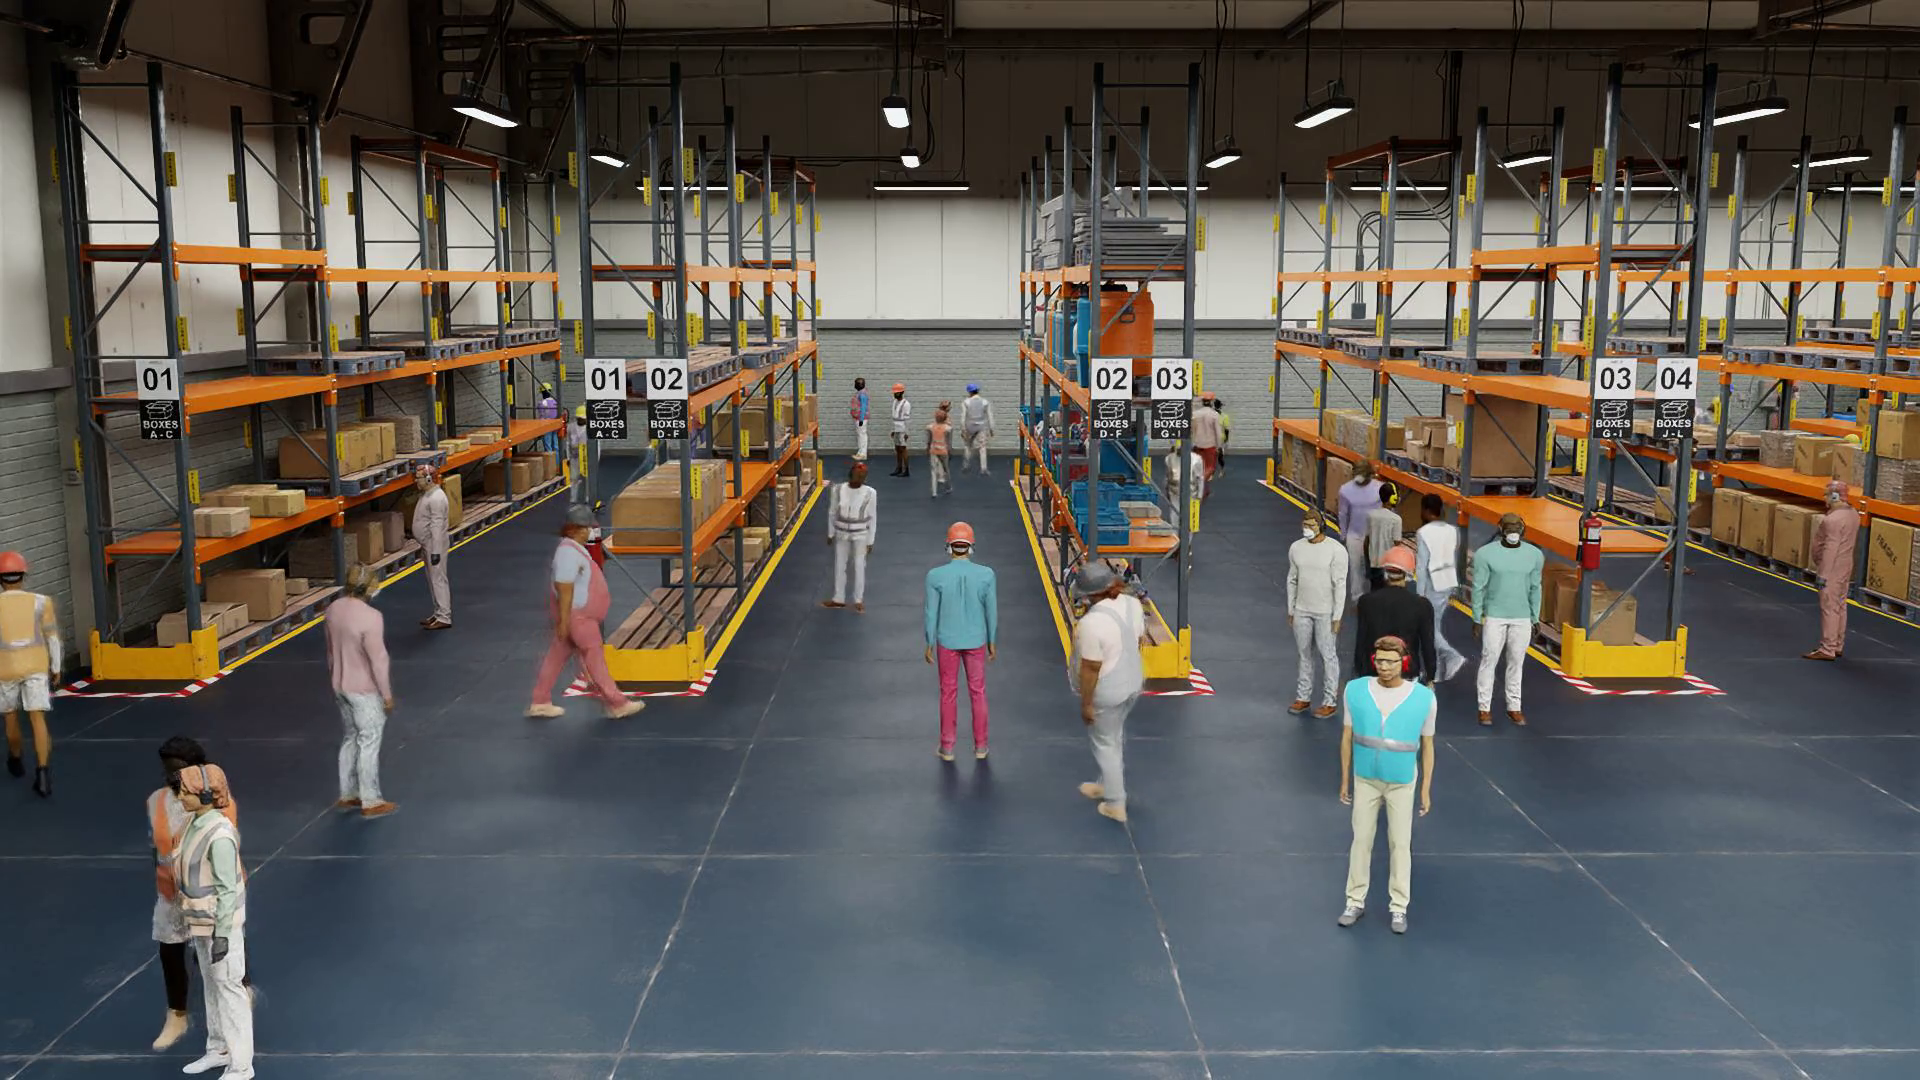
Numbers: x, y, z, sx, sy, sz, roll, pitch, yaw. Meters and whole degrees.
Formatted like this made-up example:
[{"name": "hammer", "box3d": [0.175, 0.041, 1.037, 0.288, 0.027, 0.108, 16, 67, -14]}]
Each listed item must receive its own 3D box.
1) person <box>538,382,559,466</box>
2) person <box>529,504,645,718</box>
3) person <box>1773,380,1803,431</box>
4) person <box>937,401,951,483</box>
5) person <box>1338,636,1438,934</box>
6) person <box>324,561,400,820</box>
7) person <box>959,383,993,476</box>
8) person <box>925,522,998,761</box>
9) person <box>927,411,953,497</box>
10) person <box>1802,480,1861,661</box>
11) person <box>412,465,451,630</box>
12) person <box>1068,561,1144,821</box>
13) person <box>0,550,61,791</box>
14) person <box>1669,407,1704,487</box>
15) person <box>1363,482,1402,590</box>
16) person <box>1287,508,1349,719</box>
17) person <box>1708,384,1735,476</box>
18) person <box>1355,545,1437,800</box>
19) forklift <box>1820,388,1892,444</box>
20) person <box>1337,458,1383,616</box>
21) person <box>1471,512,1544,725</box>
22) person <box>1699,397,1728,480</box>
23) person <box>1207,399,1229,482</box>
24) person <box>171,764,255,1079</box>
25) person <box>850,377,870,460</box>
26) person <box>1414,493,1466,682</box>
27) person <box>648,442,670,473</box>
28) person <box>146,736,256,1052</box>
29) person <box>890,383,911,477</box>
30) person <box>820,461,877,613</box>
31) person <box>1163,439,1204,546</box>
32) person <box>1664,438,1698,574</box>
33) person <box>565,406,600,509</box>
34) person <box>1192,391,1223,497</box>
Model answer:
[{"name": "person", "box3d": [-8.437, -2.268, 34.104, 0.369, 1.925, 0.586, 5, 10, 28]}, {"name": "person", "box3d": [-3.467, 0.621, 15.149, 1.048, 2.000, 0.685, -2, 9, -14]}, {"name": "person", "box3d": [17.056, -2.348, 34.280, 0.654, 2.028, 0.456, -5, 10, -29]}, {"name": "person", "box3d": [-0.332, -1.956, 33.049, 0.318, 1.630, 0.513, 1, 9, 8]}, {"name": "person", "box3d": [2.622, 1.483, 10.222, 0.565, 1.847, 0.396, 4, 10, 24]}, {"name": "person", "box3d": [-4.455, 1.112, 12.347, 0.627, 1.938, 0.382, 7, 11, 38]}, {"name": "person", "box3d": [0.336, -2.289, 34.352, 0.681, 1.888, 0.856, -1, 9, -9]}, {"name": "person", "box3d": [0.005, 0.841, 13.879, 0.618, 1.993, 0.396, -2, 9, -10]}, {"name": "person", "box3d": [-0.363, -1.606, 30.949, 0.512, 1.583, 0.897, 2, 9, 11]}, {"name": "person", "box3d": [9.180, 0.319, 17.525, 0.411, 1.908, 0.643, 9, 12, 44]}, {"name": "person", "box3d": [-6.080, 0.080, 19.109, 0.401, 1.900, 0.636, -5, 10, -29]}, {"name": "person", "box3d": [1.016, 1.057, 12.343, 0.659, 2.000, 0.734, 8, 12, 41]}, {"name": "person", "box3d": [-7.400, 1.021, 13.115, 0.562, 1.884, 1.033, -6, 11, -36]}, {"name": "person", "box3d": [13.938, -1.892, 31.961, 0.629, 1.840, 0.429, 3, 9, 16]}, {"name": "person", "box3d": [4.517, 0.312, 17.704, 0.309, 1.864, 0.535, -6, 10, -32]}, {"name": "person", "box3d": [3.258, 0.662, 15.247, 0.373, 1.933, 0.626, -8, 12, -43]}, {"name": "person", "box3d": [15.611, -2.269, 34.083, 0.417, 1.941, 0.607, 6, 11, 33]}, {"name": "person", "box3d": [3.343, 1.019, 12.847, 0.631, 1.965, 0.908, 6, 11, 34]}, {"name": "forklift", "box3d": [20.072, -3.110, 36.462, 1.873, 2.768, 1.129, 0, 9, 0]}, {"name": "person", "box3d": [4.835, -0.044, 19.852, 0.644, 1.916, 0.569, 6, 11, 34]}, {"name": "person", "box3d": [4.908, 0.705, 14.933, 0.636, 1.938, 0.358, 0, 9, 0]}, {"name": "person", "box3d": [15.066, -2.008, 33.222, 0.496, 1.677, 0.826, 2, 9, 12]}, {"name": "person", "box3d": [5.102, -1.988, 33.067, 0.551, 1.678, 0.455, 6, 11, 34]}, {"name": "person", "box3d": [-3.687, 1.898, 8.218, 0.307, 1.641, 0.512, -7, 11, -40]}, {"name": "person", "box3d": [-2.241, -2.721, 37.291, 0.429, 1.844, 0.626, -2, 9, -11]}, {"name": "person", "box3d": [4.736, 0.492, 16.441, 0.639, 1.892, 0.571, -8, 12, -41]}, {"name": "person", "box3d": [-4.896, -1.051, 27.273, 0.322, 1.619, 0.539, 4, 10, 26]}, {"name": "person", "box3d": [-3.956, 1.814, 8.622, 0.546, 1.680, 0.489, 2, 9, 14]}, {"name": "person", "box3d": [-1.237, -2.245, 33.956, 0.387, 1.929, 0.548, -6, 10, -32]}, {"name": "person", "box3d": [-1.342, -0.036, 20.002, 0.734, 1.847, 0.417, 2, 9, 14]}, {"name": "person", "box3d": [3.236, -0.652, 24.147, 0.596, 1.779, 0.935, 2, 9, 10]}, {"name": "person", "box3d": [9.888, -0.475, 22.766, 0.333, 1.866, 0.515, 1, 9, 3]}, {"name": "person", "box3d": [-6.627, -1.432, 29.094, 0.618, 1.822, 0.592, 0, 9, 3]}, {"name": "person", "box3d": [4.541, -1.754, 30.685, 0.554, 1.966, 0.660, -9, 12, -44]}]
